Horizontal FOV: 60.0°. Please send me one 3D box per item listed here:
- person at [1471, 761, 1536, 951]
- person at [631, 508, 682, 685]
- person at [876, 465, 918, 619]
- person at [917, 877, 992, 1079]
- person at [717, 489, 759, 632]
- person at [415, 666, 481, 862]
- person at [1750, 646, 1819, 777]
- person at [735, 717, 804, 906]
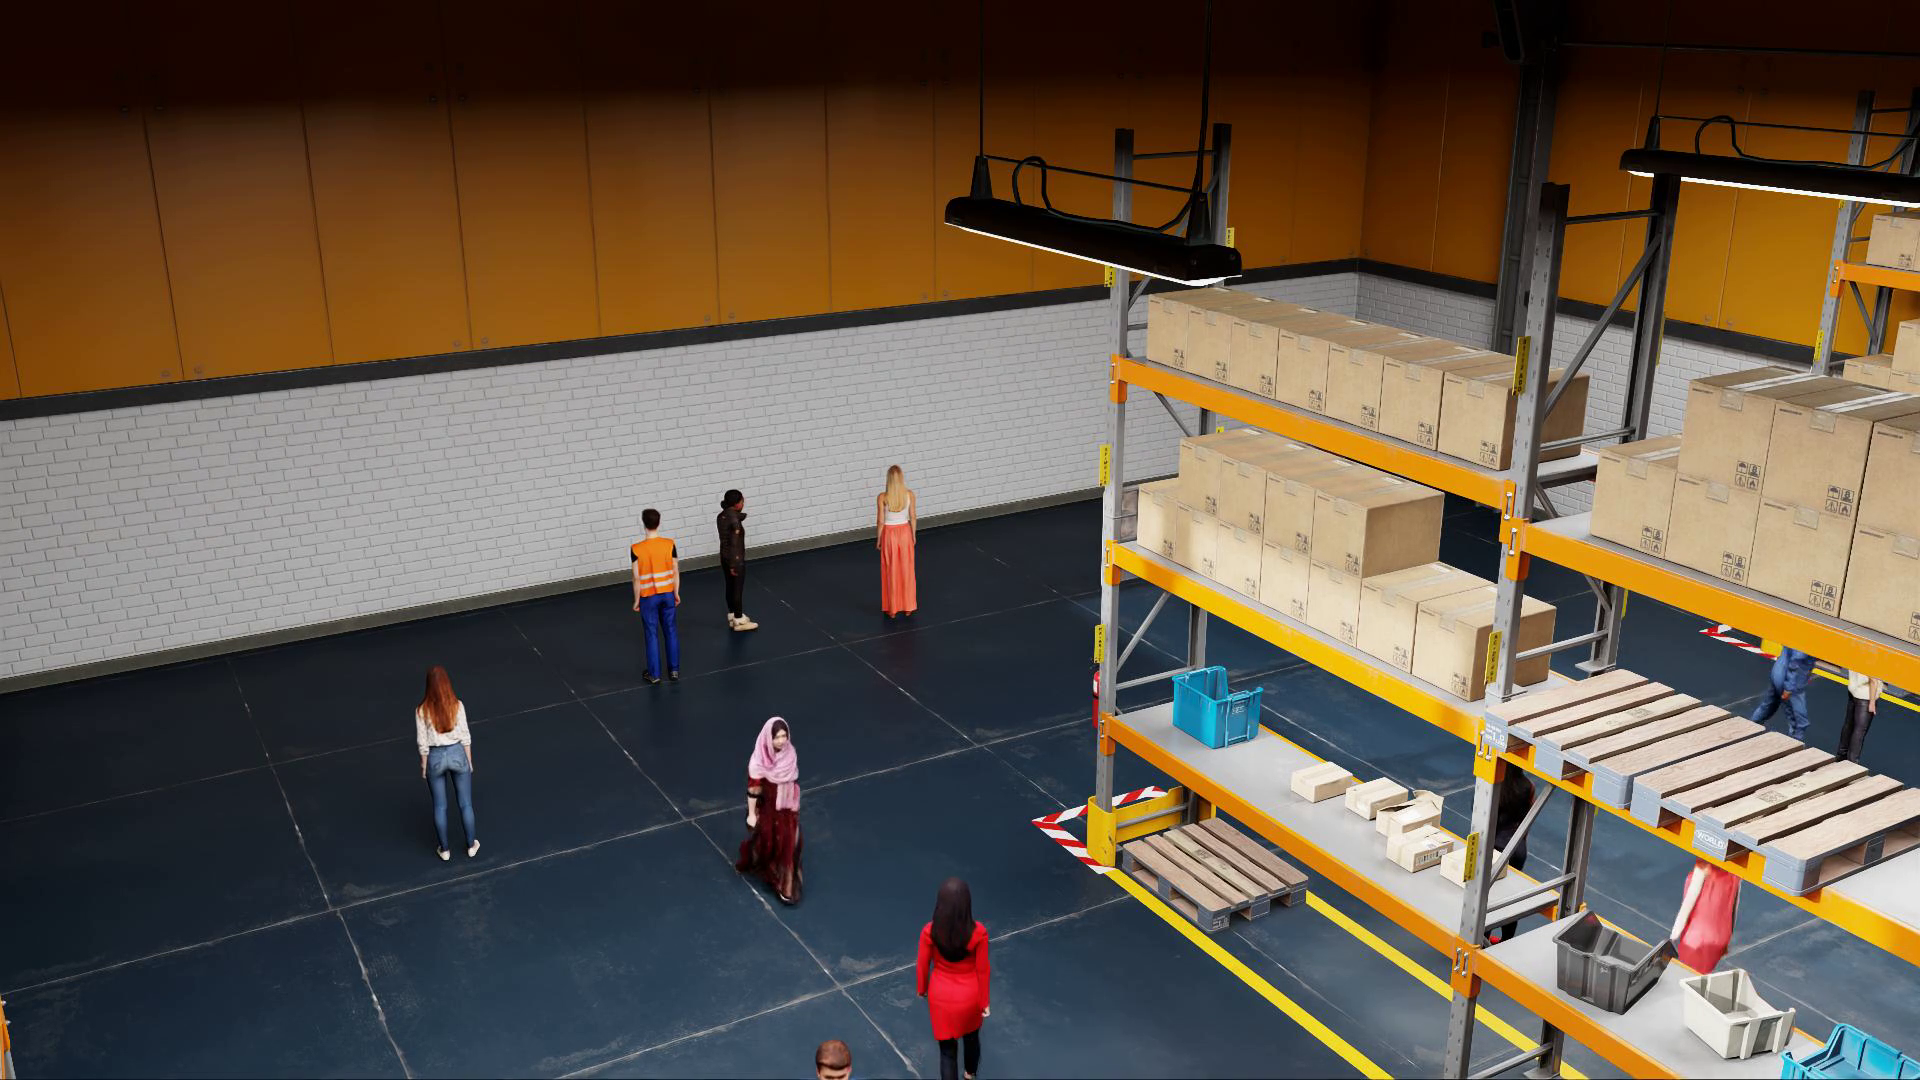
[{"bbox_3d":[3.985,2.315,12.321,0.678,1.814,0.643,-8,20,-22],"label":"person"},{"bbox_3d":[-3.162,0.582,17.360,0.664,1.883,0.620,-9,21,-26],"label":"person"},{"bbox_3d":[-0.728,0.011,19.177,0.696,1.806,0.680,-4,19,-12],"label":"person"},{"bbox_3d":[-0.034,2.970,10.519,0.896,1.723,1.015,1,19,3],"label":"person"},{"bbox_3d":[-2.570,0.230,18.752,0.646,1.660,0.575,-1,19,-3],"label":"person"},{"bbox_3d":[-4.271,1.846,13.847,0.619,1.728,0.576,-6,19,-16],"label":"person"},{"bbox_3d":[7.657,1.281,15.452,1.121,1.775,1.050,4,19,12],"label":"person"},{"bbox_3d":[-1.528,2.101,13.275,0.685,1.610,0.965,-14,23,-35],"label":"person"}]
